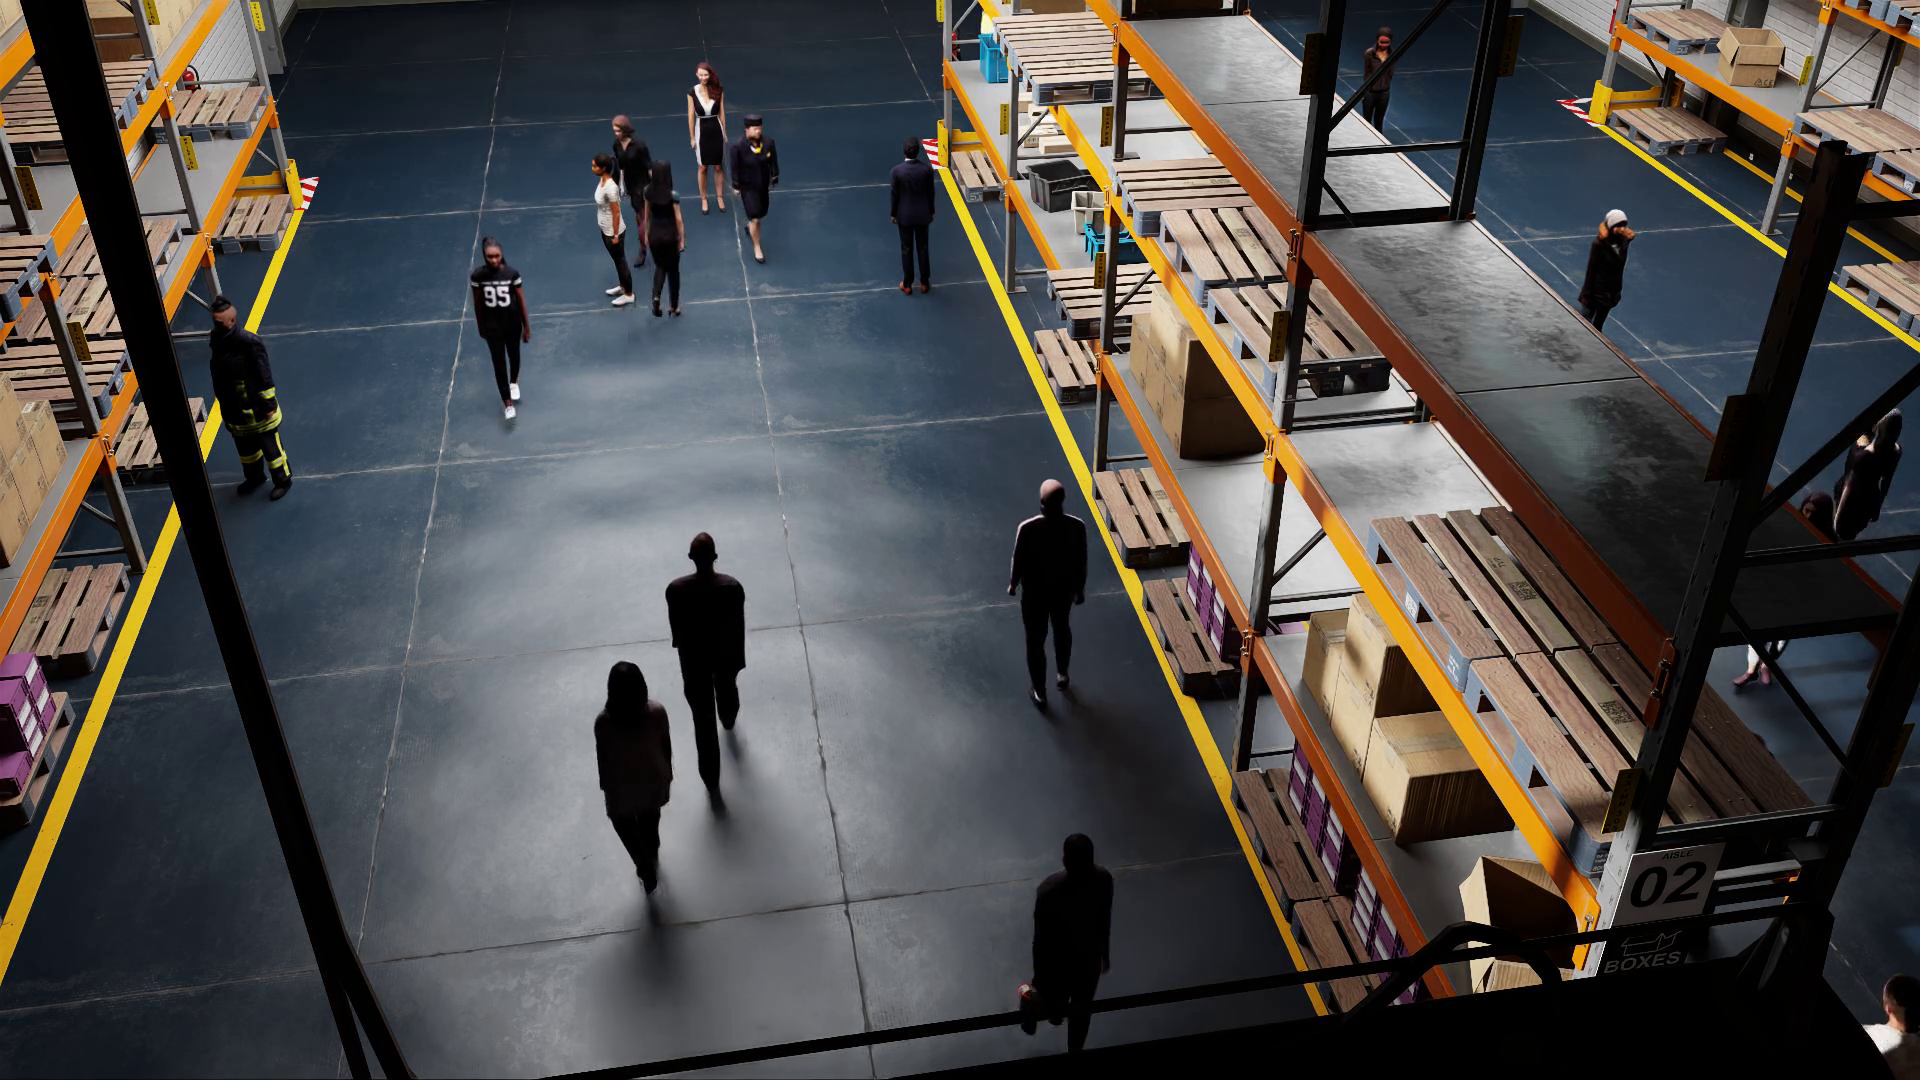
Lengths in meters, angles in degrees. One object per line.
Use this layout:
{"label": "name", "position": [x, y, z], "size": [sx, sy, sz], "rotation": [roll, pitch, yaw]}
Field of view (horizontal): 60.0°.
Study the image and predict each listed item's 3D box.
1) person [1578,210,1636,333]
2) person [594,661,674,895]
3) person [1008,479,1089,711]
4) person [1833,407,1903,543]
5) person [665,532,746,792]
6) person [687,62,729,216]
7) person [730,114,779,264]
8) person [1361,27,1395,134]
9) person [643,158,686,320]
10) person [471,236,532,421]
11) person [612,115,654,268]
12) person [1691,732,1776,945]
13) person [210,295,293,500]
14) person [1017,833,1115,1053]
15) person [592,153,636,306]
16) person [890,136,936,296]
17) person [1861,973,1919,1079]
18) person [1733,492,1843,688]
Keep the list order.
{"label": "person", "position": [6.250, -2.444, 16.216], "size": [0.683, 1.634, 0.680], "rotation": [-13, 36, -19]}
{"label": "person", "position": [-2.009, 1.488, 10.340], "size": [0.785, 1.590, 0.974], "rotation": [-15, 37, -22]}
{"label": "person", "position": [0.648, 0.444, 11.704], "size": [0.690, 1.818, 0.647], "rotation": [-8, 34, -12]}
{"label": "person", "position": [6.862, -0.145, 12.603], "size": [0.765, 1.805, 1.138], "rotation": [-14, 36, -20]}
{"label": "person", "position": [-1.684, 0.834, 11.140], "size": [0.713, 1.794, 1.231], "rotation": [-7, 34, -10]}
{"label": "person", "position": [-2.936, -4.700, 19.464], "size": [0.614, 1.795, 0.540], "rotation": [-10, 35, -15]}
{"label": "person", "position": [-2.305, -3.946, 18.464], "size": [0.857, 1.647, 1.069], "rotation": [-14, 36, -20]}
{"label": "person", "position": [5.256, -5.663, 21.034], "size": [0.583, 1.662, 0.651], "rotation": [-3, 34, -5]}
{"label": "person", "position": [-3.056, -3.022, 17.009], "size": [0.760, 1.719, 0.869], "rotation": [11, 35, 17]}
{"label": "person", "position": [-4.281, -2.037, 15.549], "size": [0.706, 1.694, 1.134], "rotation": [-8, 34, -12]}
{"label": "person", "position": [-3.504, -3.930, 18.423], "size": [0.897, 1.666, 0.972], "rotation": [14, 36, 20]}
{"label": "person", "position": [4.565, 1.761, 9.956], "size": [0.688, 1.560, 0.611], "rotation": [15, 36, 21]}
{"label": "person", "position": [-6.092, -1.239, 14.192], "size": [0.875, 1.867, 0.891], "rotation": [13, 36, 18]}
{"label": "person", "position": [0.572, 2.219, 9.098], "size": [0.788, 1.747, 0.964], "rotation": [-15, 37, -22]}
{"label": "person", "position": [-3.639, -3.275, 17.458], "size": [0.666, 1.643, 0.510], "rotation": [-12, 35, -17]}
{"label": "person", "position": [-0.493, -3.432, 17.618], "size": [0.623, 1.727, 0.521], "rotation": [-6, 34, -9]}
{"label": "person", "position": [4.382, 2.891, 8.015], "size": [0.919, 1.827, 1.035], "rotation": [10, 35, 15]}
{"label": "person", "position": [6.011, 0.340, 12.063], "size": [0.798, 1.595, 0.860], "rotation": [26, 42, 34]}
